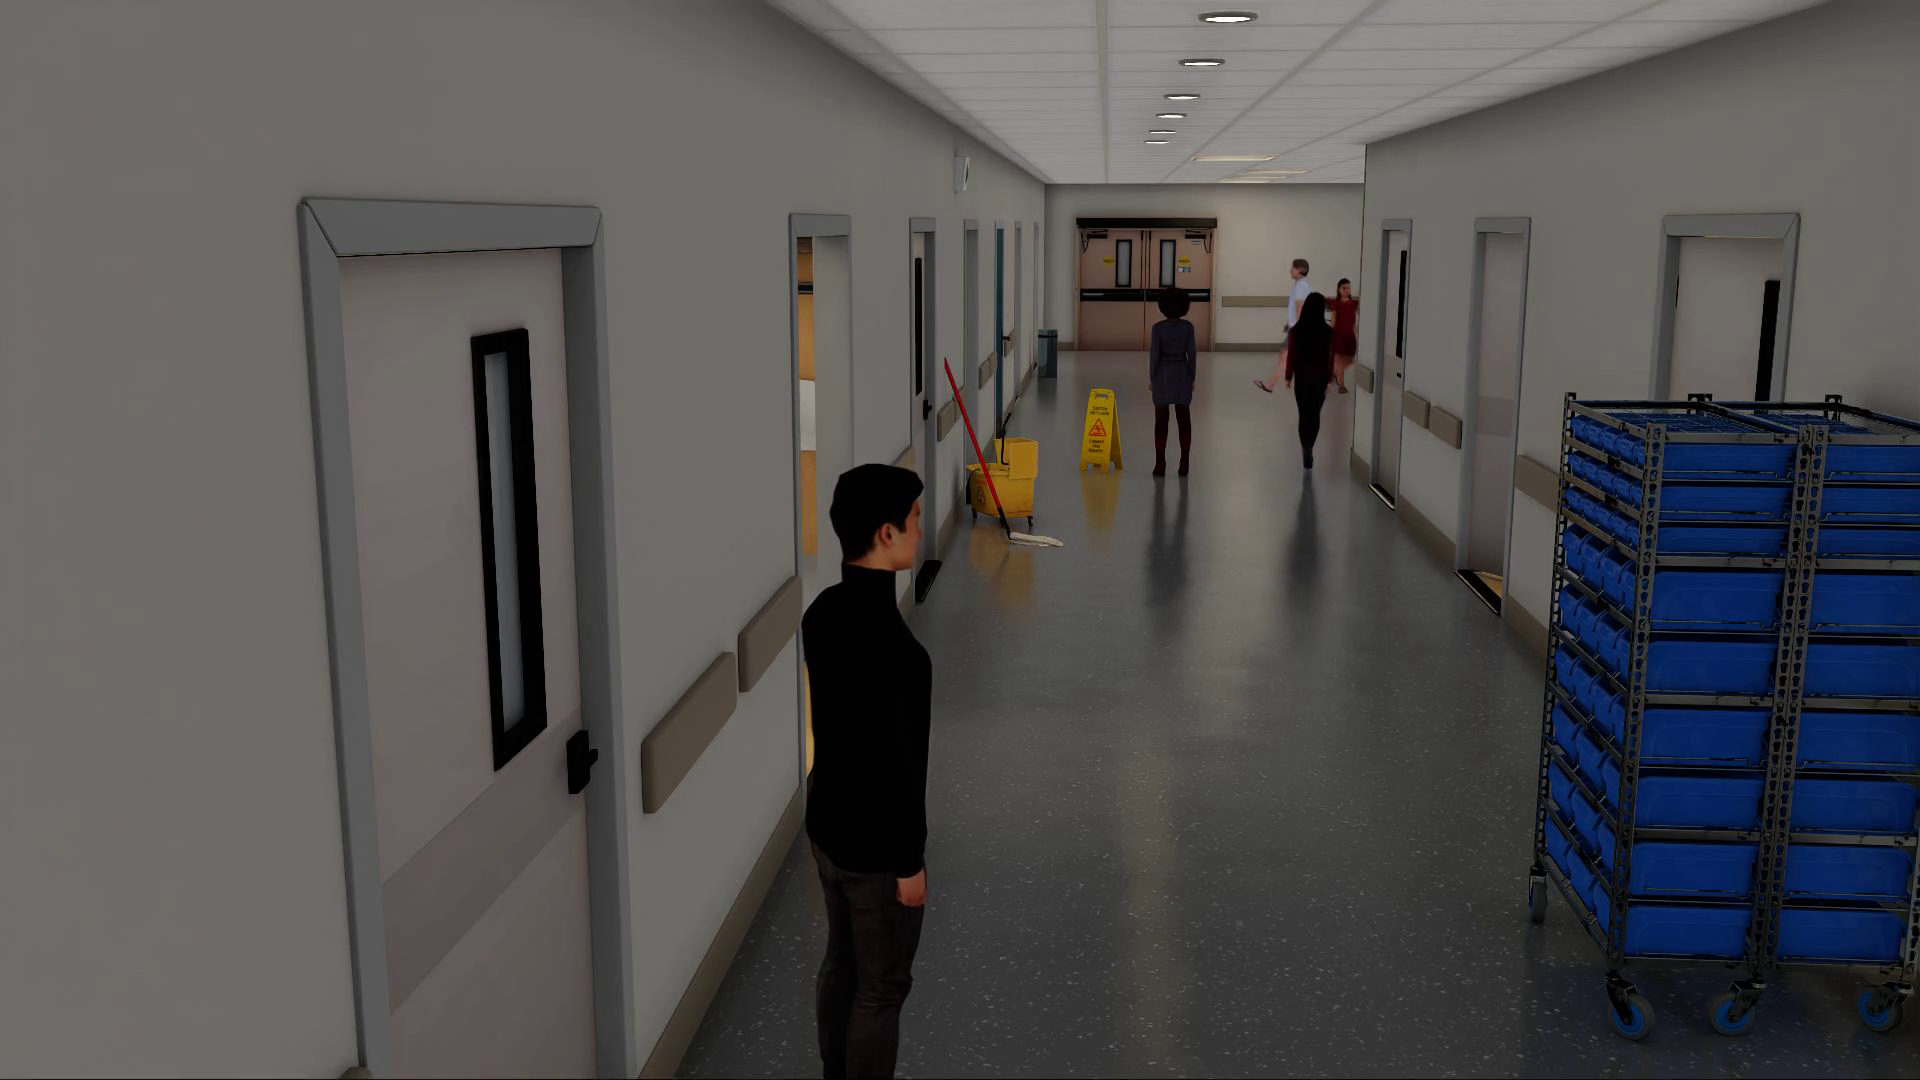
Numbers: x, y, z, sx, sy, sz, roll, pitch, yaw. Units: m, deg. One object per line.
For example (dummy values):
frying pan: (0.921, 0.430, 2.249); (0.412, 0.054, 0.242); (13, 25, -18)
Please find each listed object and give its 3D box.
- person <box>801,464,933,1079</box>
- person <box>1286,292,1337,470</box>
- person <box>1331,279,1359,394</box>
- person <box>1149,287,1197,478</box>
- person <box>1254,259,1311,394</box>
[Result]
person: (-0.222, 0.670, 3.999); (0.780, 1.723, 0.649); (-5, 12, -23)
person: (3.239, -1.424, 15.337); (0.624, 1.610, 1.089); (1, 11, 8)
person: (5.204, -2.774, 22.627); (0.685, 1.537, 0.896); (-2, 11, -10)
person: (1.936, -1.438, 15.143); (0.605, 1.710, 0.554); (-1, 11, -3)
person: (4.603, -2.790, 22.075); (0.922, 1.783, 1.179); (4, 11, 19)
